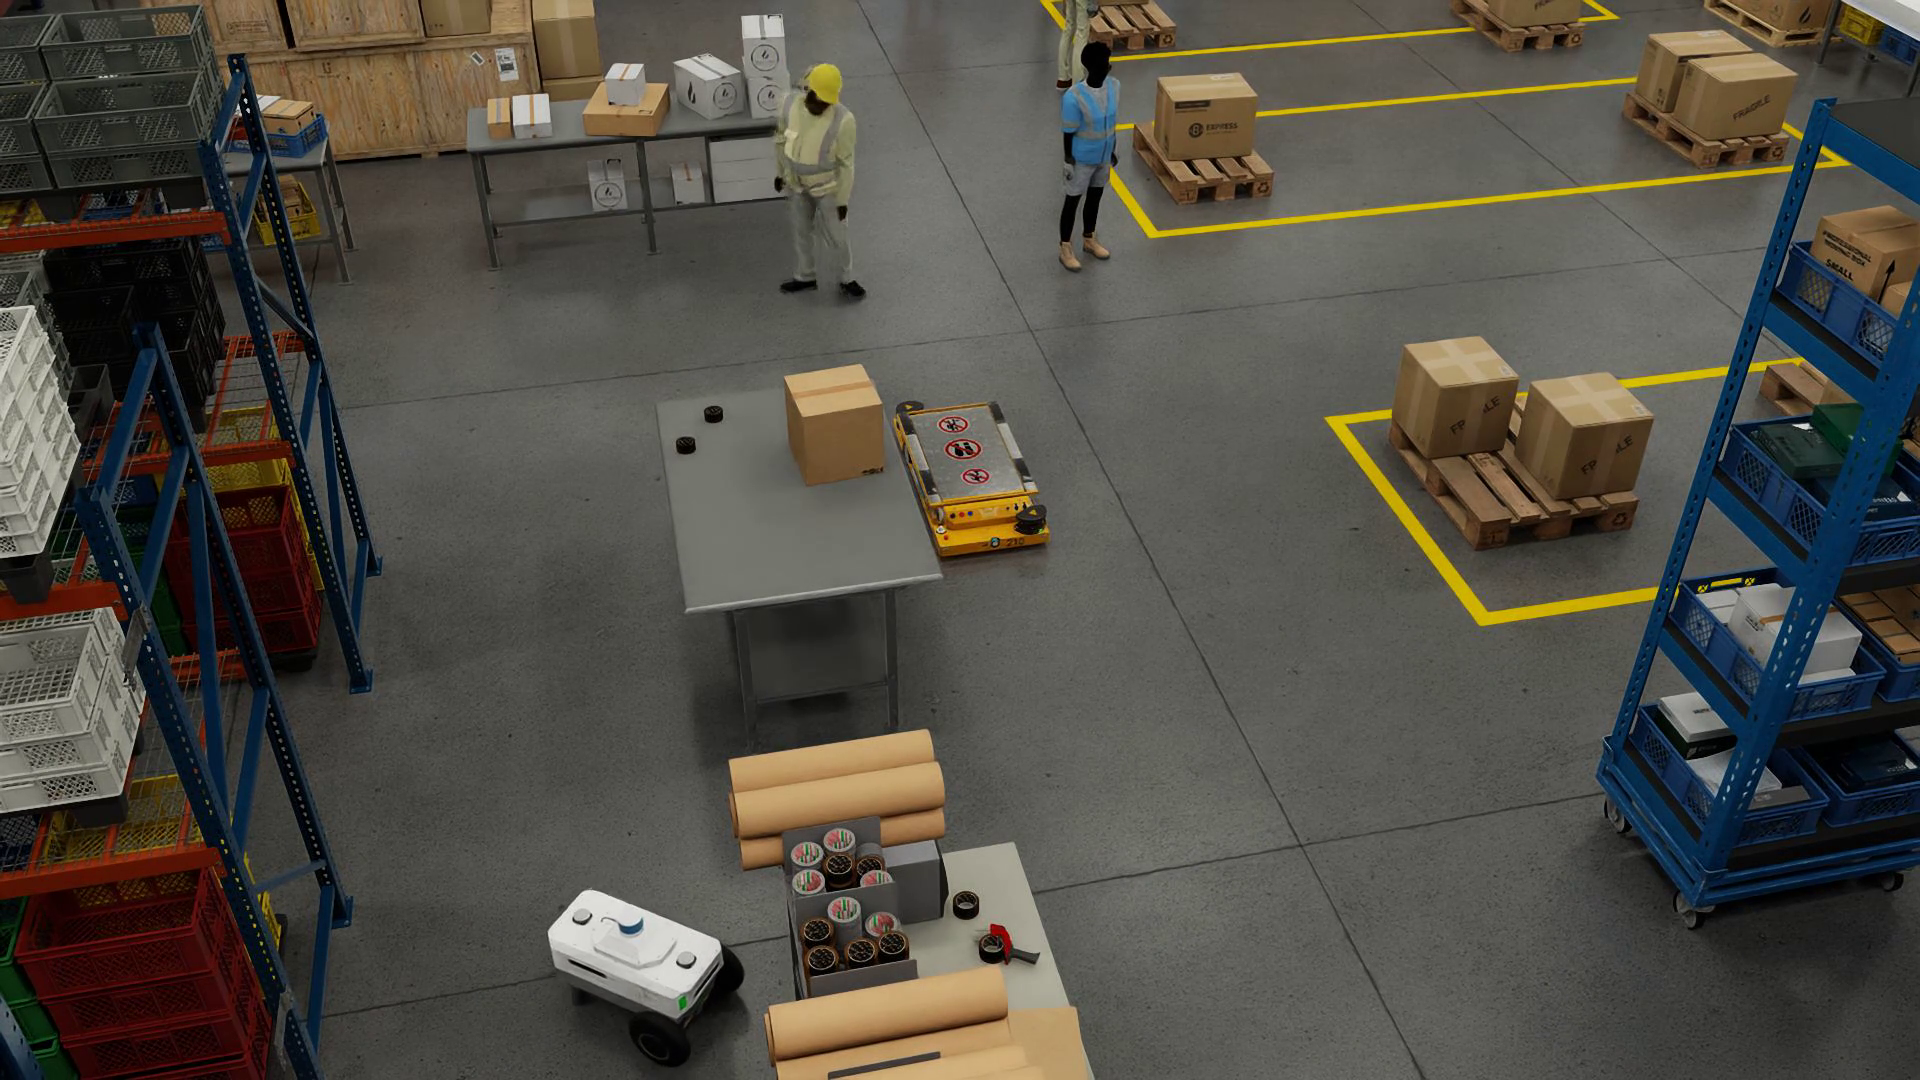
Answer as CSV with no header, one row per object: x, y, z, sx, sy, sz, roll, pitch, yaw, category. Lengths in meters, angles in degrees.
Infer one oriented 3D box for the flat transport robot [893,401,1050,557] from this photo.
0.046,-0.430,10.108,0.652,0.197,1.431,-8,37,-10,flat transport robot

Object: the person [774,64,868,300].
-1.010,-2.486,11.623,0.668,1.783,0.406,18,40,22,person

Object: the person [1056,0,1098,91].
1.070,-4.877,14.761,0.309,1.863,0.534,-17,40,-22,person

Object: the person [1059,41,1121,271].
0.948,-2.801,12.108,0.539,1.695,0.319,-26,44,-30,person

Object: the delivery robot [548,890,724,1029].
-1.346,1.722,6.905,0.707,0.478,0.477,16,40,21,delivery robot
